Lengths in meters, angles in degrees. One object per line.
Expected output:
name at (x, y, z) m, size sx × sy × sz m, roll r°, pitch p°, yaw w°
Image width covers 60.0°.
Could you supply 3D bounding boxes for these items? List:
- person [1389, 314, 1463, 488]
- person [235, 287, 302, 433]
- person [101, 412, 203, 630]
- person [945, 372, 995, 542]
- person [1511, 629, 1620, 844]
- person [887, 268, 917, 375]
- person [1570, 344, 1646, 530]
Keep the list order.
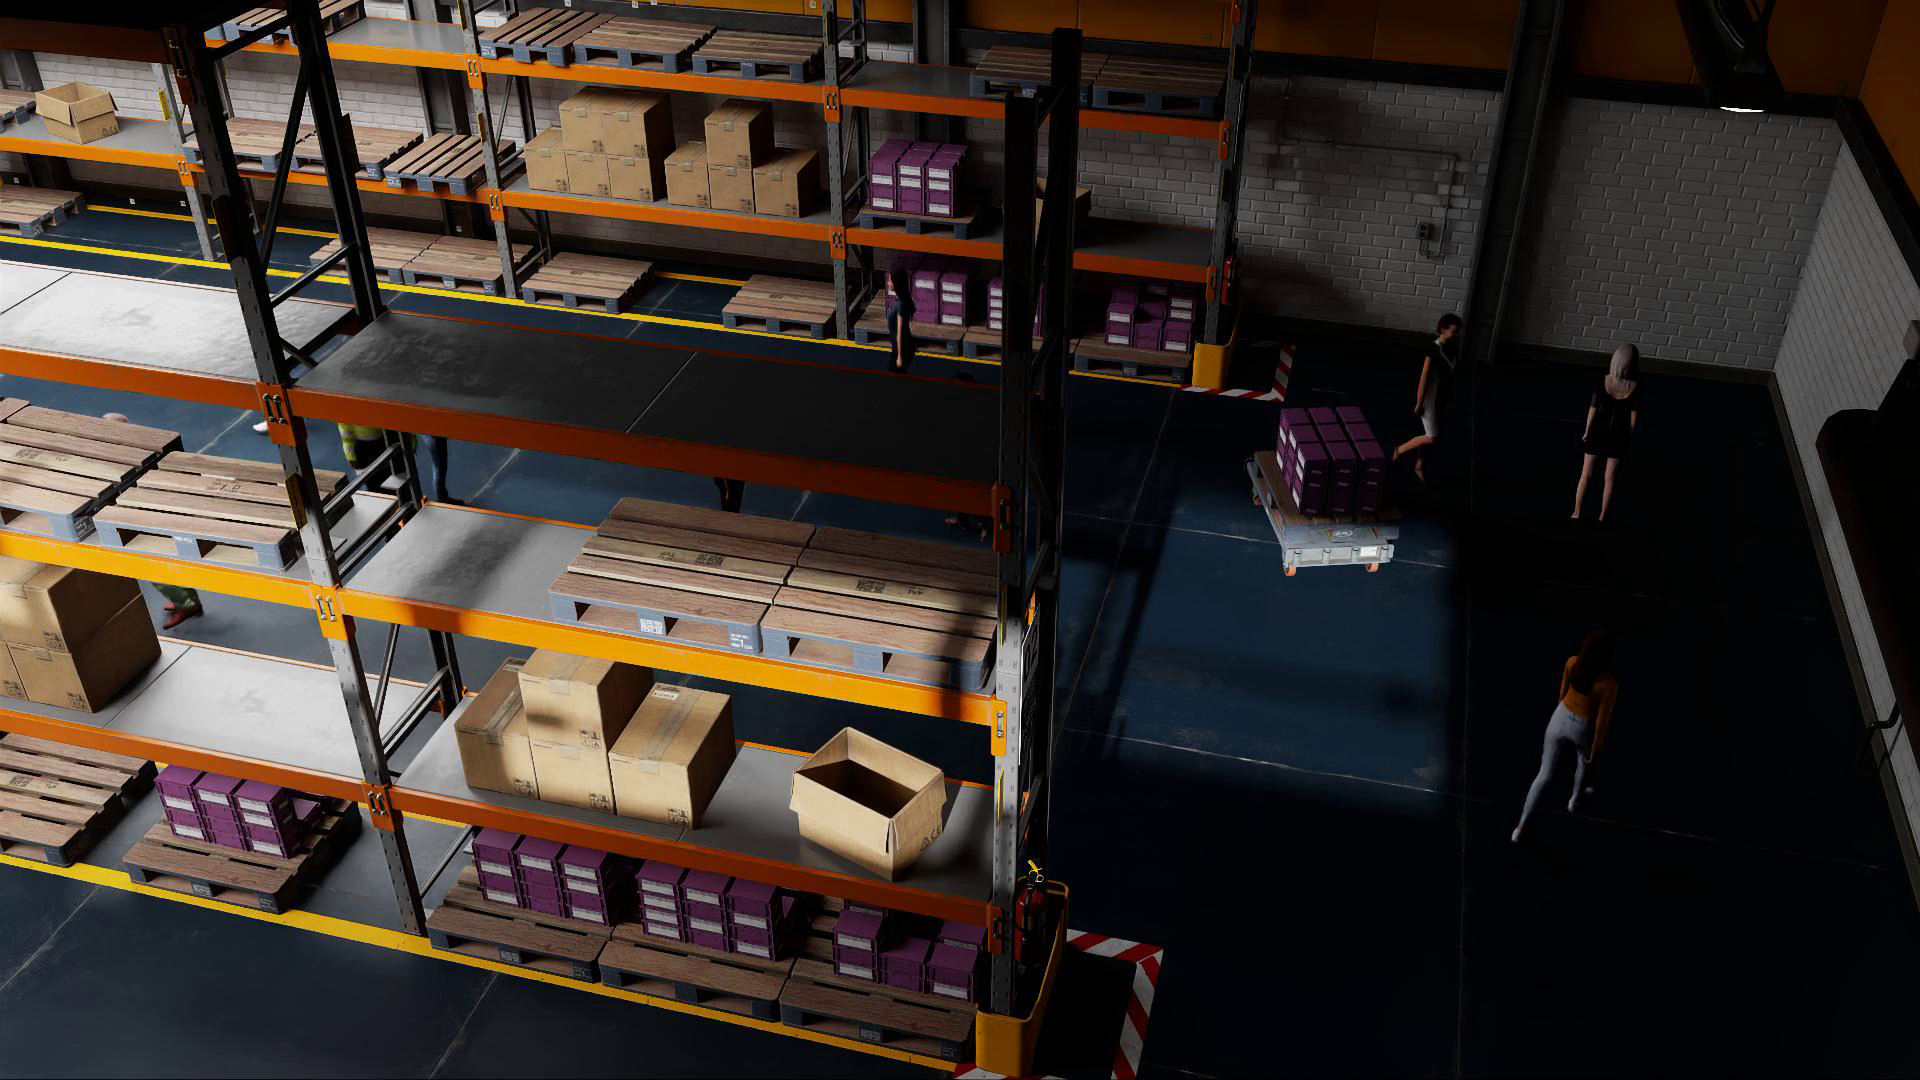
person at (4.252, -1.290, 15.250) m, size 0.824 × 1.784 × 0.744 m, roll 22°, pitch 39°, yaw 29°
person at (-6.607, -1.806, 16.182) m, size 1.119 × 1.612 × 0.919 m, roll -9°, pitch 35°, yaw -13°
person at (-6.530, -0.146, 13.485) m, size 0.846 × 1.832 × 0.877 m, roll -13°, pitch 36°, yaw -18°
person at (0.098, -0.701, 14.540) m, size 0.856 × 1.589 × 0.710 m, roll 15°, pitch 37°, yaw 22°
person at (4.128, 1.358, 11.333) m, size 1.069 × 1.710 × 1.178 m, roll -28°, pitch 43°, yaw -35°
person at (-0.482, -1.815, 16.092) m, size 0.763 × 1.726 × 0.673 m, roll 0°, pitch 34°, yaw 0°
person at (5.707, -0.908, 14.634) m, size 0.455 × 1.830 × 0.650 m, roll 11°, pitch 35°, yaw 16°
